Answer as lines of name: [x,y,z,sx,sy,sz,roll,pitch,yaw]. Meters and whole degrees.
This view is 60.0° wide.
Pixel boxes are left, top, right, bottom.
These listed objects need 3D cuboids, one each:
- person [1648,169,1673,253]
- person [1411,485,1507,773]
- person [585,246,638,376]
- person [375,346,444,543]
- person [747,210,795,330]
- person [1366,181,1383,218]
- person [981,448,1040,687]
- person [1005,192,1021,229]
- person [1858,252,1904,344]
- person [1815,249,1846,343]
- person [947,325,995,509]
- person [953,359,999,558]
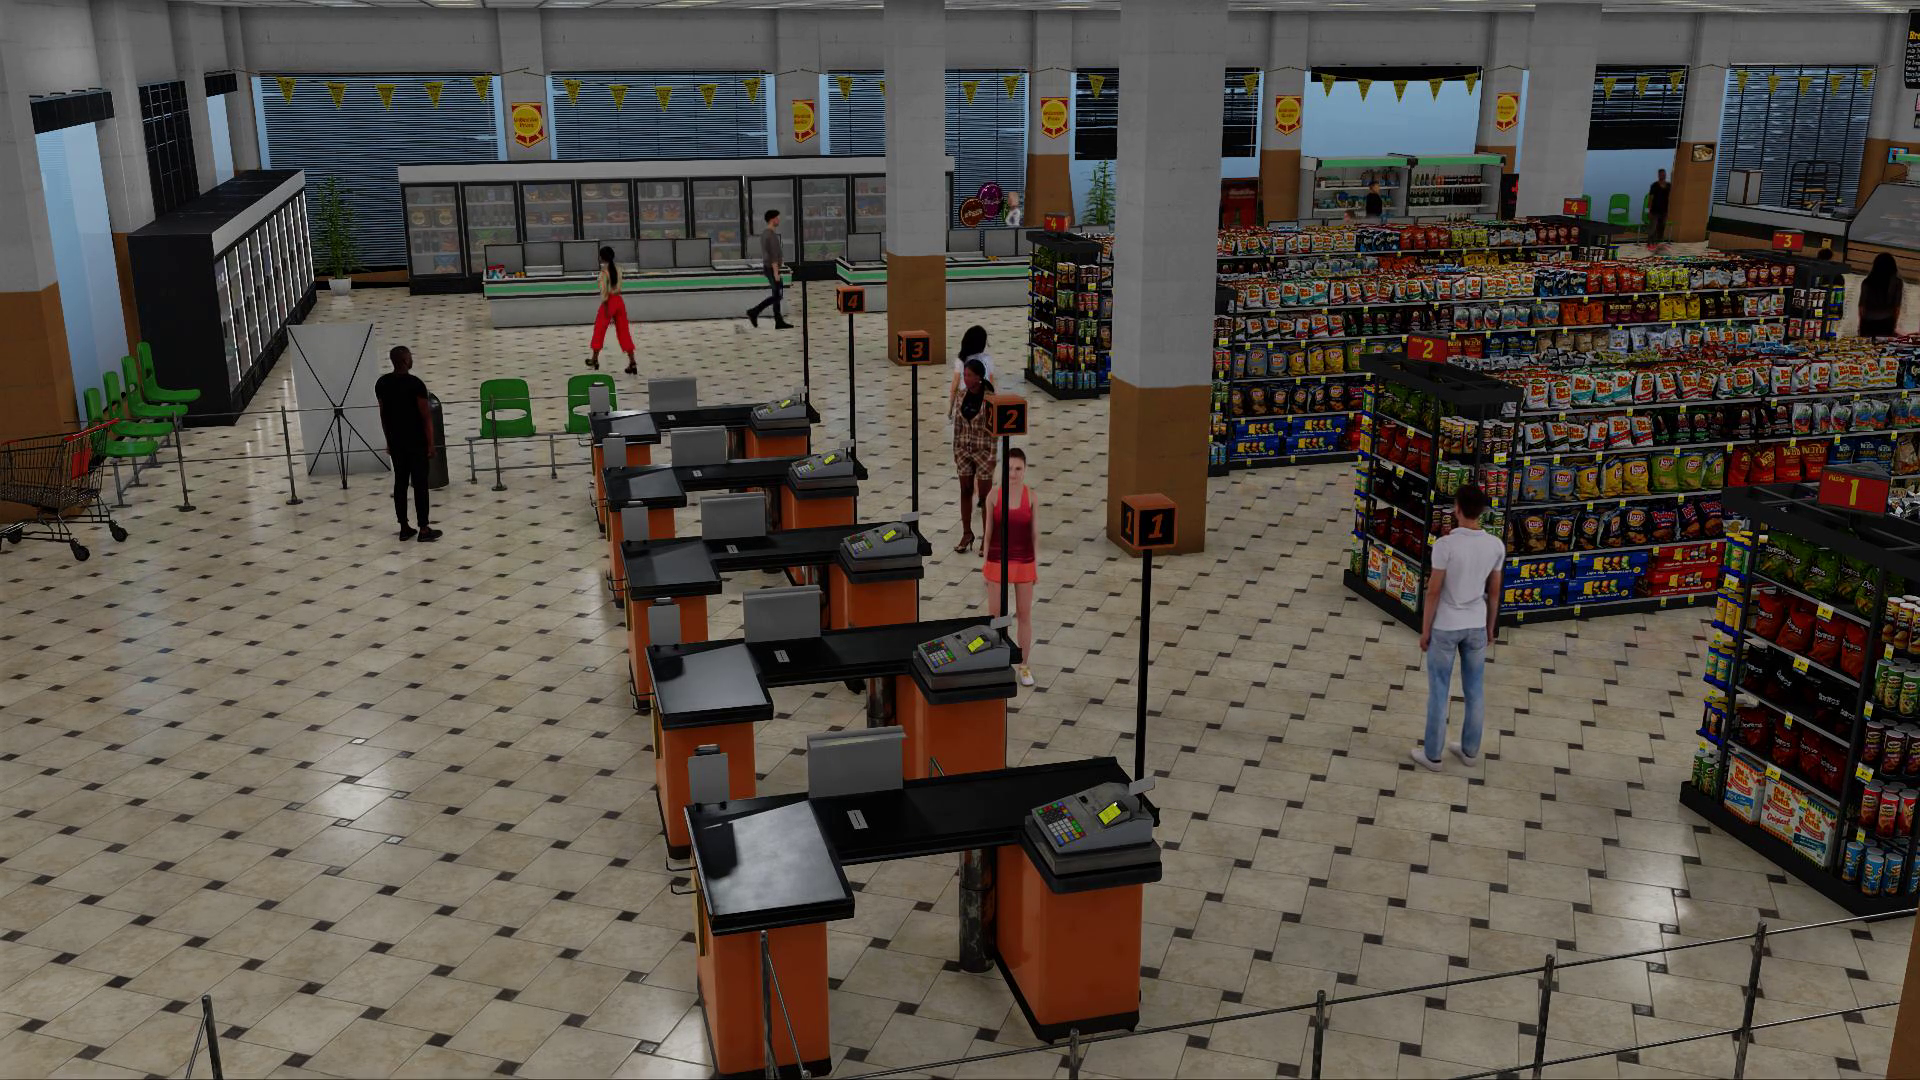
person: [15.048,-7.084,35.839,0.695,1.772,0.798,-4,17,-14]
person: [3.164,0.560,10.530,0.480,1.851,0.698,-4,17,-13]
person: [-4.680,-3.088,22.748,1.111,1.731,1.146,12,21,35]
person: [-5.107,-0.894,15.372,0.670,1.819,0.802,4,17,14]
person: [-3.029,-4.233,26.255,1.008,1.886,0.721,-6,18,-18]
person: [8.485,-6.544,34.235,0.546,1.672,0.610,-6,18,-20]
person: [0.368,0.184,11.942,0.550,1.749,0.673,0,17,-1]
person: [1.067,-5.611,31.048,0.826,1.737,0.619,-6,18,-19]
person: [11.914,-2.791,21.604,0.783,1.828,0.849,6,18,20]
person: [11.327,-2.902,21.989,0.828,1.818,0.842,-12,21,-35]
person: [0.145,-1.164,16.353,1.088,1.766,0.686,-4,17,-13]
person: [0.155,-0.739,14.907,0.674,1.794,0.731,9,19,26]
